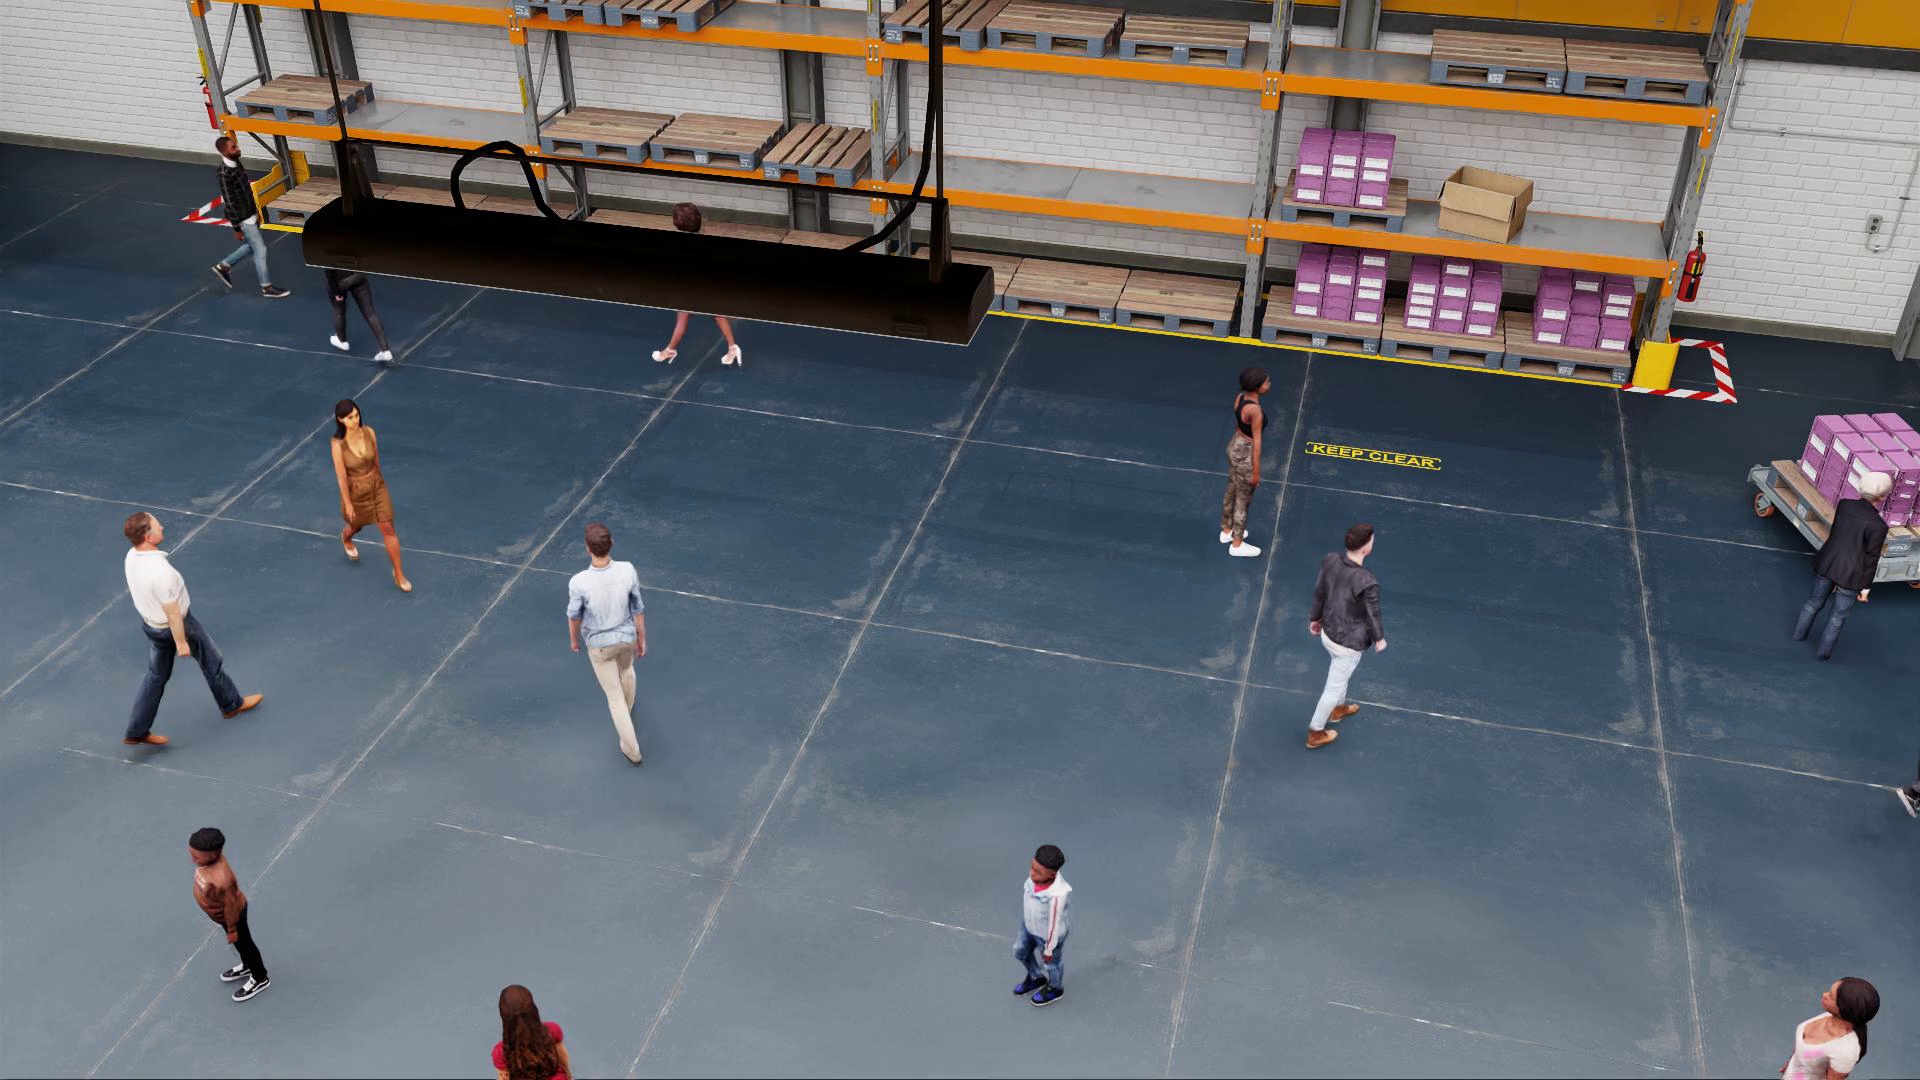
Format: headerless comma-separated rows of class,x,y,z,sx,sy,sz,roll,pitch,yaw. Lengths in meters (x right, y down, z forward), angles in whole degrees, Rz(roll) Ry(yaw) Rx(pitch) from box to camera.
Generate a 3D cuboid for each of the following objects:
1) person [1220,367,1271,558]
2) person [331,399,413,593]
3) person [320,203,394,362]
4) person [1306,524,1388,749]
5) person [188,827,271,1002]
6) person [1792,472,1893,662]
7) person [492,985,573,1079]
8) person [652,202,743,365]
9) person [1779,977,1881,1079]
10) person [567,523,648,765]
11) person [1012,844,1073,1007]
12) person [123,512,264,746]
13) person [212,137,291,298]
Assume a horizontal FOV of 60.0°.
person,2.349,-0.668,13.711,0.664,1.699,0.653,-6,34,-8
person,-4.826,-0.379,13.313,1.155,1.658,0.891,26,42,33
person,-6.020,-2.519,16.544,1.238,1.645,0.955,26,41,33
person,2.598,0.706,11.536,0.978,1.819,0.914,-16,37,-22
person,-4.321,2.179,9.828,0.652,1.256,0.572,-23,40,-30
person,6.695,0.273,12.619,0.767,1.782,0.824,-11,35,-15
person,-2.110,2.899,8.491,0.902,1.537,0.957,-19,38,-26
person,-2.492,-2.461,16.373,1.154,1.738,0.680,3,34,4
person,4.368,2.870,8.389,1.233,1.699,0.783,16,37,23
person,-2.372,0.757,11.459,1.055,1.818,1.109,-18,38,-25
person,0.553,2.235,9.748,0.651,1.250,0.597,-14,36,-20
person,-5.619,0.663,11.600,1.255,1.819,1.107,26,42,34
person,-7.758,-3.449,17.800,1.120,1.803,0.901,-3,34,-4
